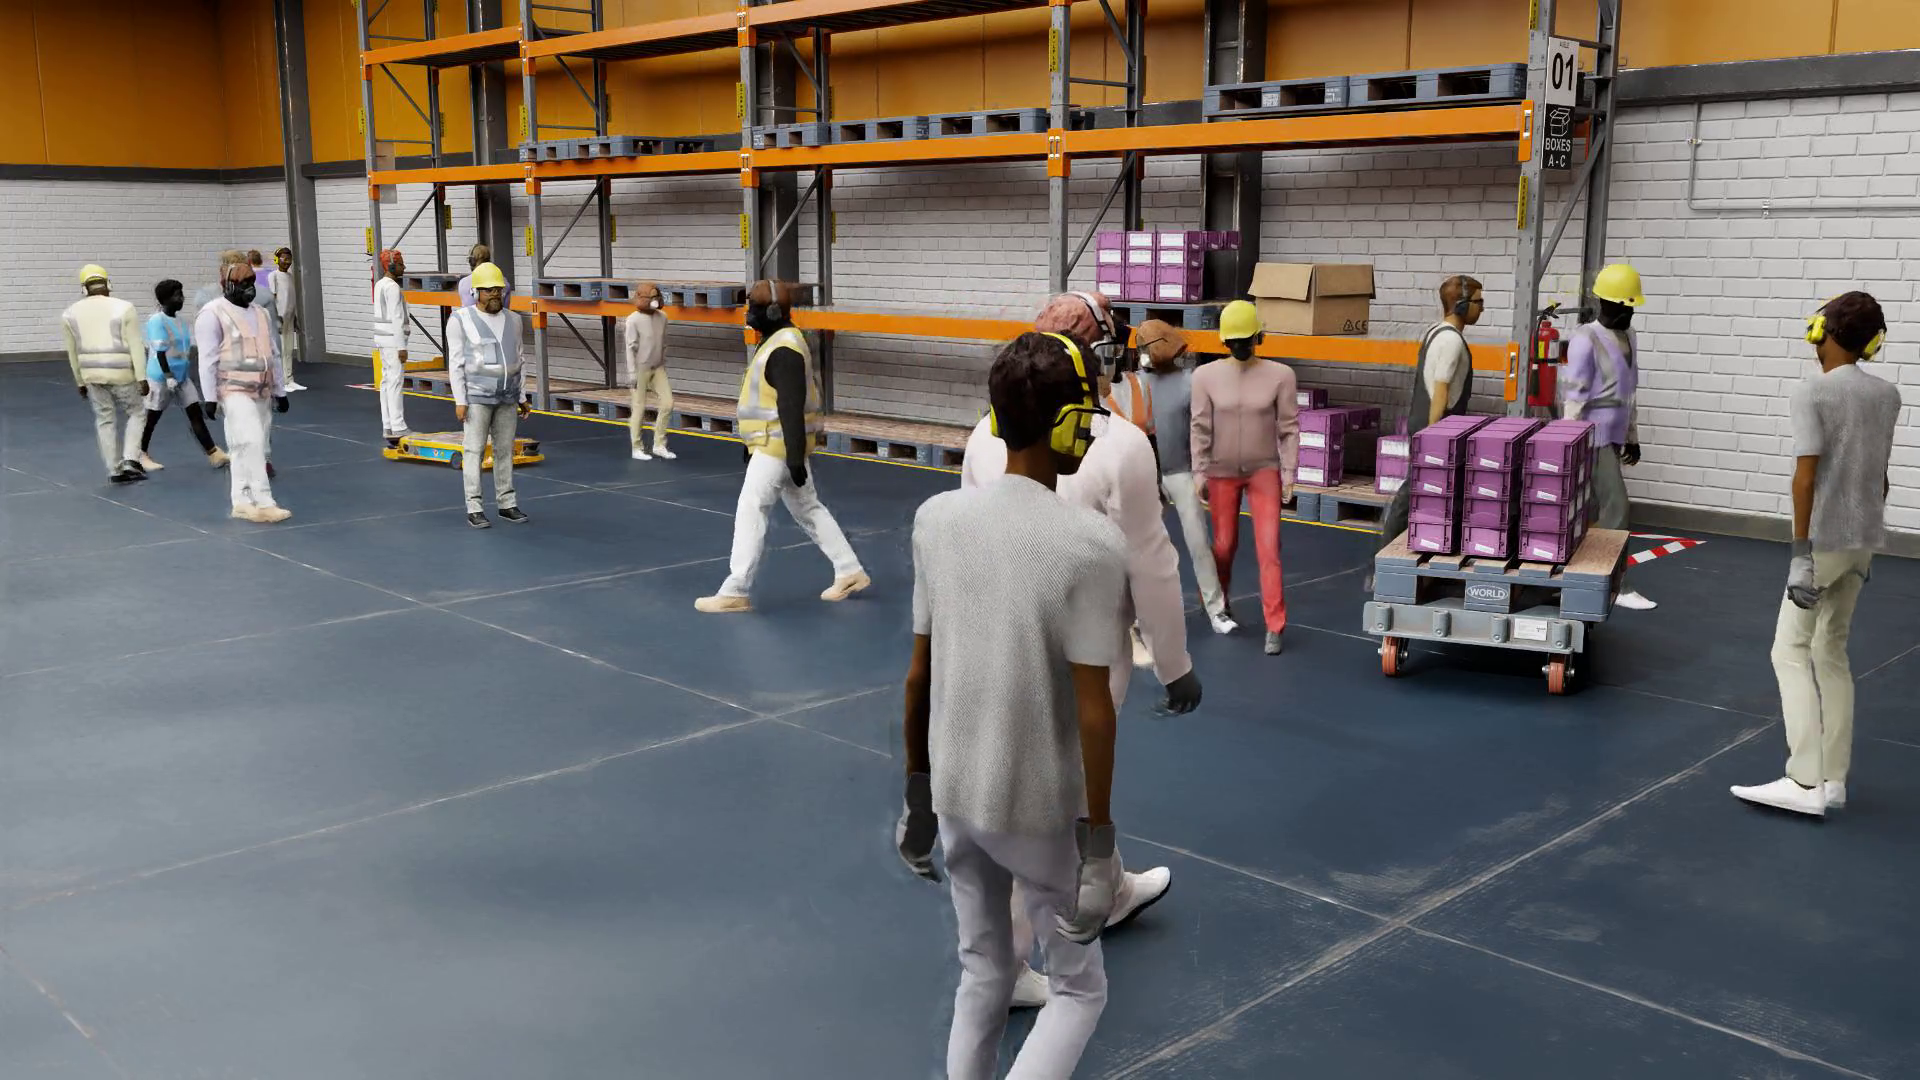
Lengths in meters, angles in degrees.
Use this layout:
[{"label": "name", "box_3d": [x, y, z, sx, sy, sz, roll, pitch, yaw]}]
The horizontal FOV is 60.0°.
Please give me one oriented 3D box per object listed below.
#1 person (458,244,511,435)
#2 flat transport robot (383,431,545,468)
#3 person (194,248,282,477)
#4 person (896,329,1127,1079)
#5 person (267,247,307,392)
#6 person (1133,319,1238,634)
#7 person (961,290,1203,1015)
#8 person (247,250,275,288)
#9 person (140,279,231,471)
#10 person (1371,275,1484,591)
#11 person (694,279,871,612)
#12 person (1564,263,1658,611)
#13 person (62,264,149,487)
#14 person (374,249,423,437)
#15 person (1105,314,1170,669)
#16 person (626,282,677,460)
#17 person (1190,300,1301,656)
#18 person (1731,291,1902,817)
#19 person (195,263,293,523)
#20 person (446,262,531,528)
[{"label": "person", "box_3d": [-4.704, -1.957, 16.495, 0.352, 1.937, 0.635, 6, 12, 28]}, {"label": "flat transport robot", "box_3d": [-4.425, -0.812, 14.801, 1.431, 0.197, 0.652, 7, 13, 35]}, {"label": "person", "box_3d": [-5.901, -1.422, 13.644, 0.663, 1.907, 0.686, -3, 11, -16]}, {"label": "person", "box_3d": [0.072, 0.534, 3.170, 0.550, 1.845, 0.484, 8, 13, 38]}, {"label": "person", "box_3d": [-8.765, -2.863, 21.643, 0.333, 1.864, 0.520, 2, 11, 9]}, {"label": "person", "box_3d": [1.100, -0.310, 8.435, 0.688, 1.606, 0.307, 6, 12, 30]}, {"label": "person", "box_3d": [0.353, 0.283, 4.451, 0.962, 1.868, 0.639, -8, 13, -36]}, {"label": "person", "box_3d": [-10.213, -3.335, 24.351, 0.587, 1.821, 0.816, -9, 13, -39]}, {"label": "person", "box_3d": [-6.725, -1.400, 14.242, 0.875, 1.638, 0.542, 1, 10, 6]}, {"label": "person", "box_3d": [2.784, -0.572, 9.322, 0.934, 1.796, 0.515, 0, 10, 1]}, {"label": "person", "box_3d": [-0.937, -0.511, 9.013, 0.957, 1.801, 0.634, -1, 10, -6]}, {"label": "person", "box_3d": [3.454, -0.576, 9.132, 0.800, 1.875, 0.637, 9, 14, 41]}, {"label": "person", "box_3d": [-6.849, -1.319, 13.427, 0.629, 1.793, 0.448, 0, 10, -3]}, {"label": "person", "box_3d": [-5.631, -1.939, 16.551, 0.362, 1.883, 0.575, -6, 12, -32]}, {"label": "person", "box_3d": [0.654, -0.255, 7.962, 0.559, 1.664, 0.781, -10, 14, -43]}, {"label": "person", "box_3d": [-2.791, -1.504, 14.918, 0.529, 1.600, 0.521, 8, 13, 37]}, {"label": "person", "box_3d": [1.417, -0.345, 8.293, 0.532, 1.716, 0.719, 2, 11, 10]}, {"label": "person", "box_3d": [3.070, 0.044, 5.882, 0.618, 1.828, 0.466, -5, 11, -24]}, {"label": "person", "box_3d": [-4.939, -1.027, 11.734, 0.756, 1.819, 0.654, 3, 11, 16]}, {"label": "person", "box_3d": [-3.267, -1.008, 11.606, 0.404, 1.835, 0.586, 10, 14, 42]}]
